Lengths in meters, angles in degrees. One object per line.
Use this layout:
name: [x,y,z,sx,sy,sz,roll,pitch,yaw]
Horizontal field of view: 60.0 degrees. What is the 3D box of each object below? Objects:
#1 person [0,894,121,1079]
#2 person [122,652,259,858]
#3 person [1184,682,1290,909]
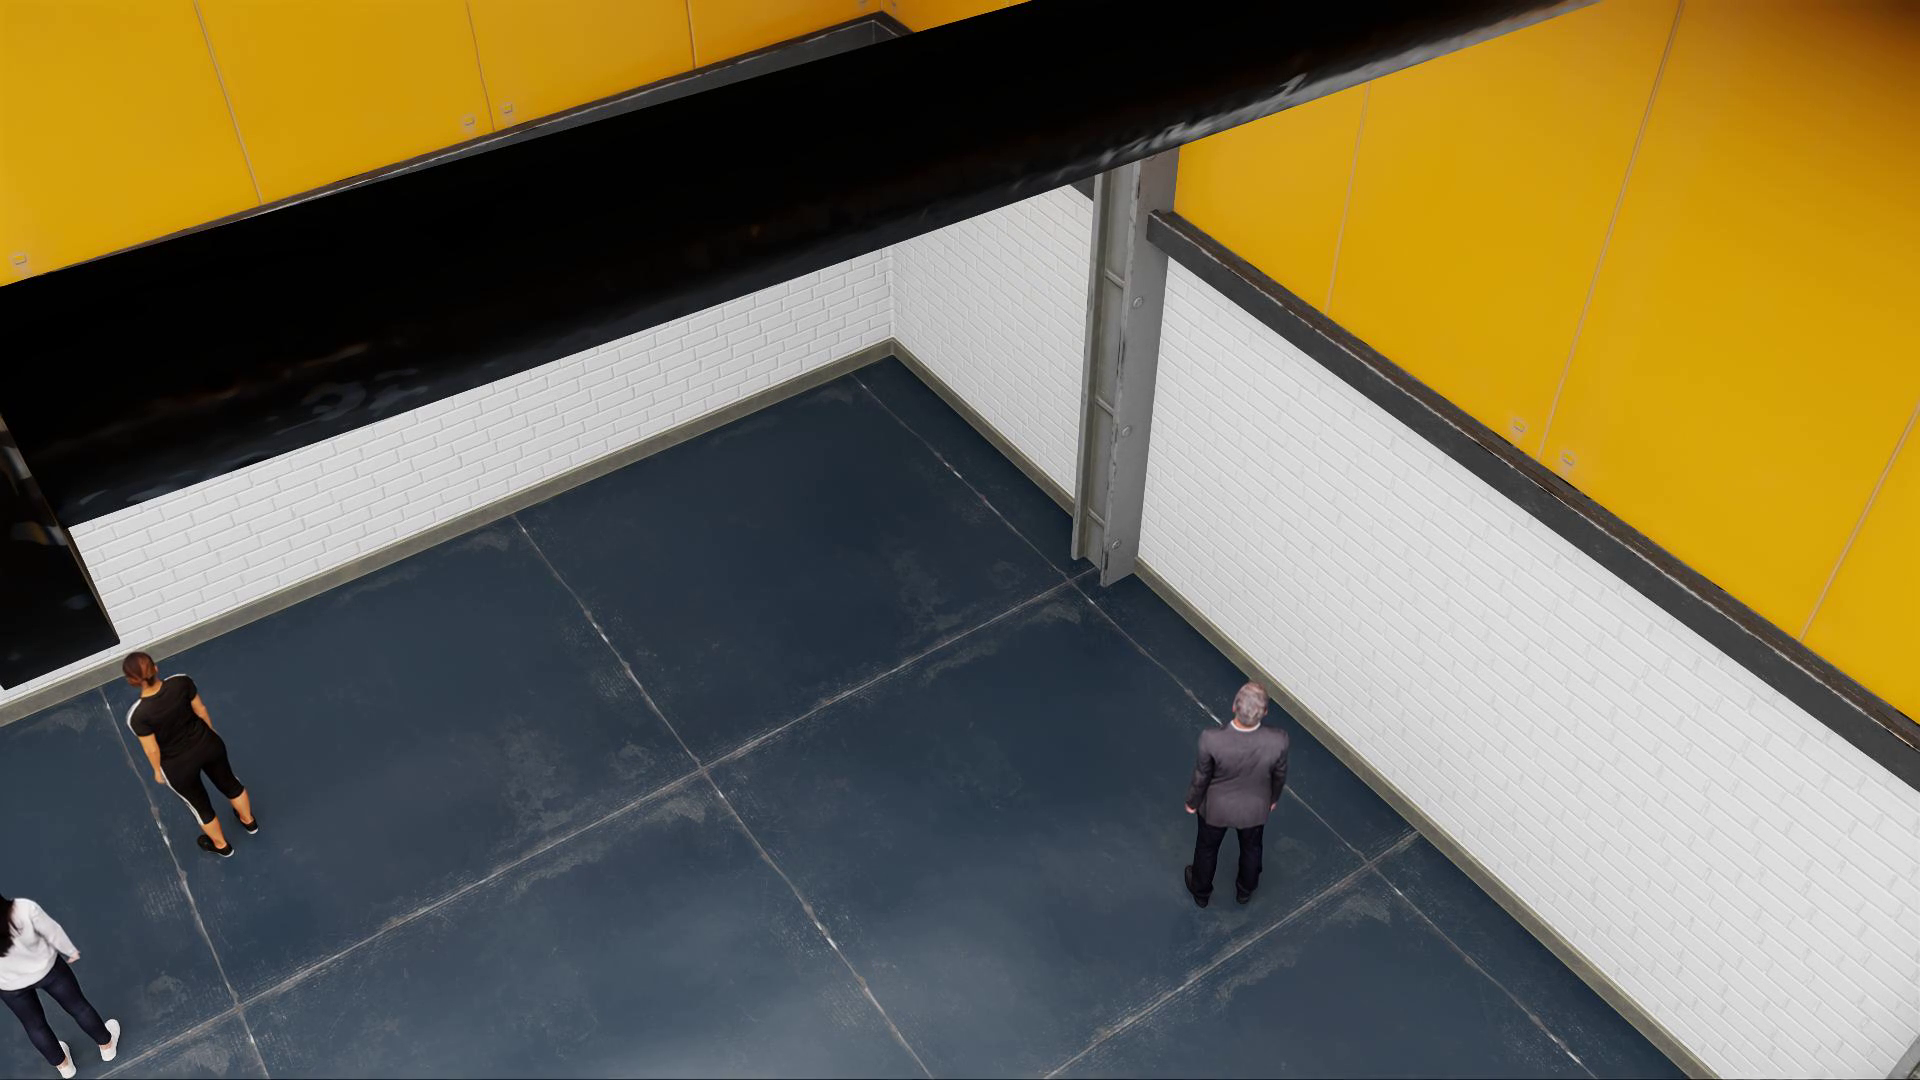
person: [-4.884,2.257,8.693,0.639,1.700,0.571,-21,47,-20]
person: [-4.533,1.249,9.774,0.625,1.669,0.646,26,49,24]
person: [1.557,1.458,9.429,0.811,1.842,0.822,-1,44,-1]
